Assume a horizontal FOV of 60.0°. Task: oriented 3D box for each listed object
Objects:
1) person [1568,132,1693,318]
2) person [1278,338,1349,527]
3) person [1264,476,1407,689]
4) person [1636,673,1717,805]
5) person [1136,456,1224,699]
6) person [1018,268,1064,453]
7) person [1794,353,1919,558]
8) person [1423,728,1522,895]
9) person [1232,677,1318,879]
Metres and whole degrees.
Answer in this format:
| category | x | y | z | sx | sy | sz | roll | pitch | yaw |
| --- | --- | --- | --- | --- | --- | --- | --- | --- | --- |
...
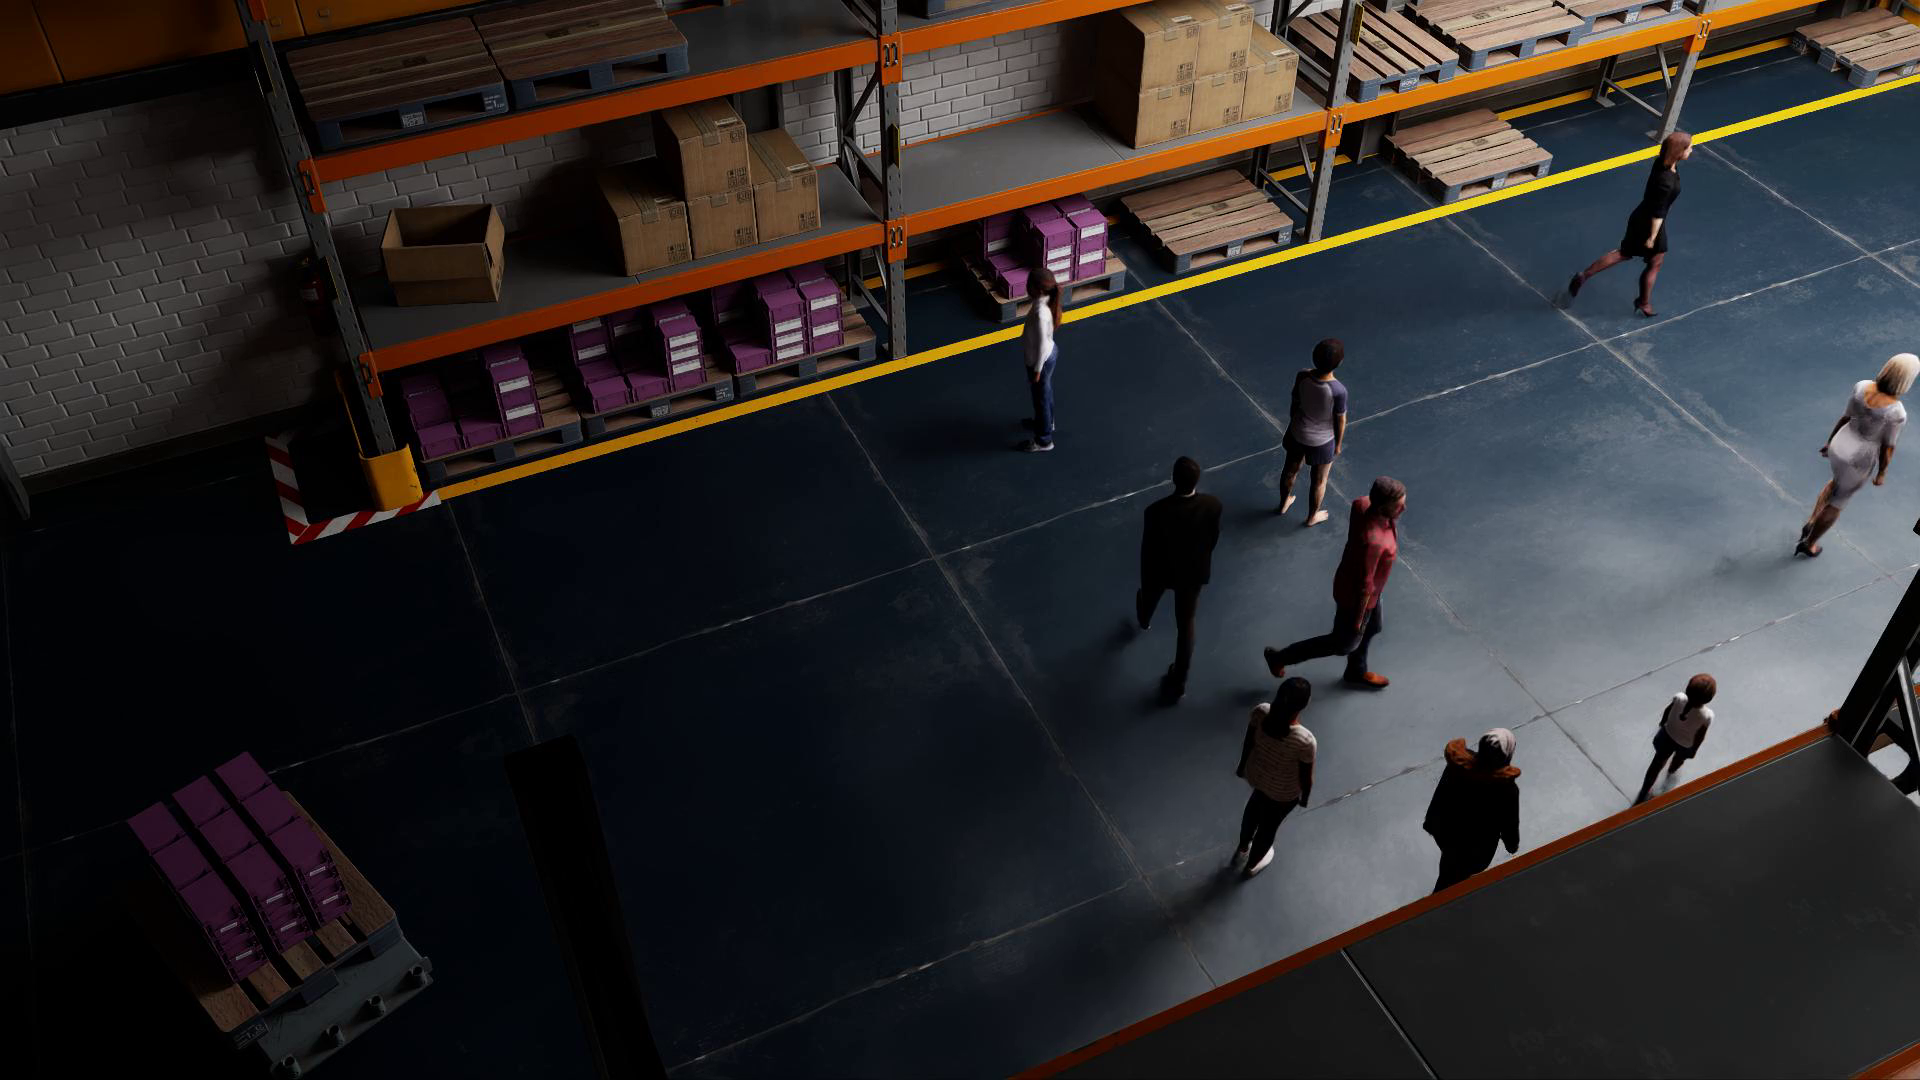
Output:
| category | x | y | z | sx | sy | sz | roll | pitch | yaw |
| --- | --- | --- | --- | --- | --- | --- | --- | --- | --- |
| person | 5.449 | -2.519 | 13.368 | 1.102 | 1.682 | 0.923 | 4 | 44 | 5 |
| person | 2.472 | -0.763 | 11.608 | 0.645 | 1.566 | 0.651 | 29 | 51 | 27 |
| person | 2.381 | 0.296 | 10.326 | 1.192 | 1.802 | 1.069 | 7 | 44 | 8 |
| person | 4.282 | 1.202 | 9.959 | 0.596 | 0.996 | 0.801 | 33 | 53 | 30 |
| person | 1.385 | 0.260 | 10.392 | 1.138 | 1.762 | 1.000 | -2 | 44 | -2 |
| person | 0.604 | -1.337 | 12.218 | 0.647 | 1.557 | 0.617 | 5 | 44 | 5 |
| person | 5.975 | -0.531 | 11.242 | 0.583 | 1.736 | 0.582 | -15 | 46 | -16 |
| person | 2.723 | 1.627 | 9.061 | 0.768 | 1.620 | 0.700 | -26 | 50 | -25 |
| person | 1.701 | 1.384 | 9.301 | 0.676 | 1.640 | 0.666 | -34 | 53 | -30 |
